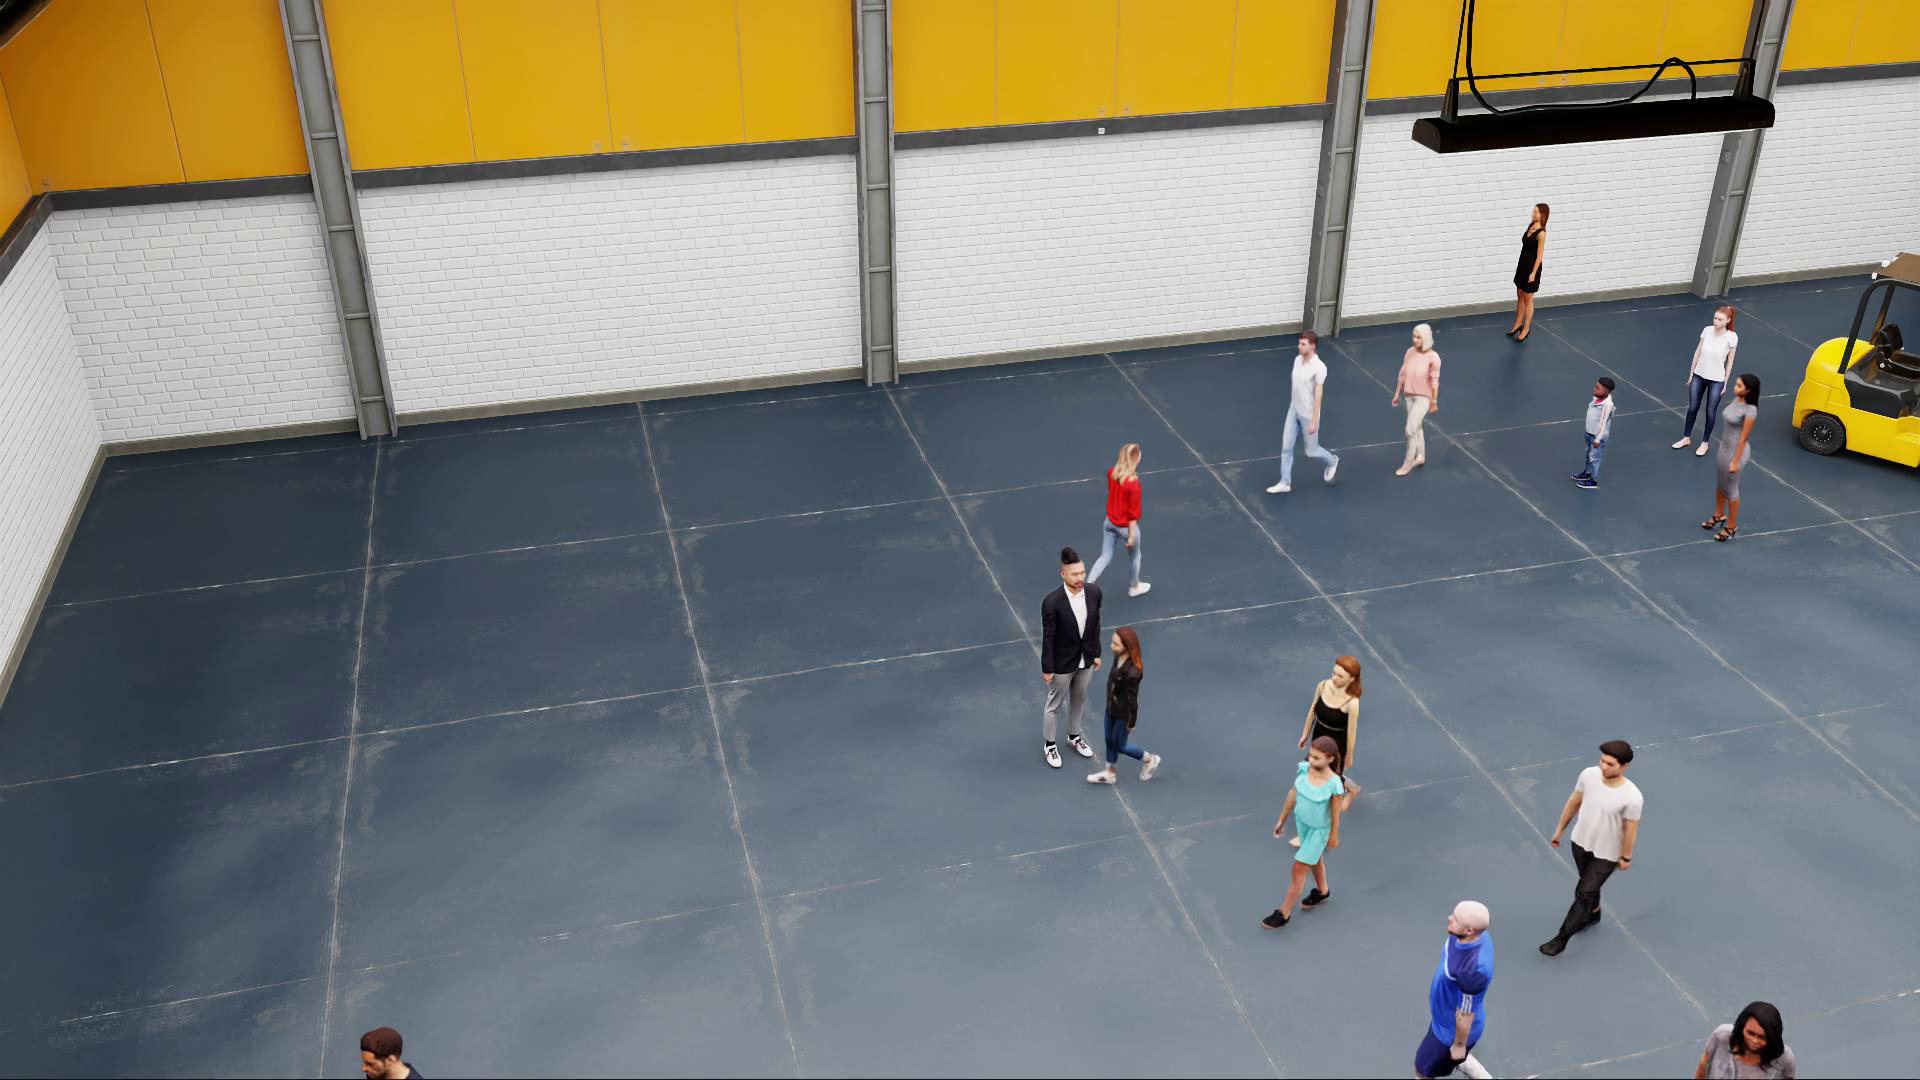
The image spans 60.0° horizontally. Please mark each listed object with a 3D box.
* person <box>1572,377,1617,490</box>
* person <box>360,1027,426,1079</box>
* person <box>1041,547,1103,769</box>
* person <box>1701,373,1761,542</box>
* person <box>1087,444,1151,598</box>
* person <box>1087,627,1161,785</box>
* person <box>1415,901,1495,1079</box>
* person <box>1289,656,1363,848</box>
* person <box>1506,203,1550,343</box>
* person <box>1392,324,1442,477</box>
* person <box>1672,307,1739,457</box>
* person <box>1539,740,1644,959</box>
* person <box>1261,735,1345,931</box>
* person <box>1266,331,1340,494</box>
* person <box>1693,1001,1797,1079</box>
[{"bbox_3d":[6.895,-1.175,17.979,0.536,1.258,0.509,-1,29,-2],"label":"person"},{"bbox_3d":[-2.927,3.326,9.125,1.028,1.835,1.096,15,32,26],"label":"person"},{"bbox_3d":[0.890,0.914,13.424,0.603,1.953,0.820,-14,32,-24],"label":"person"},{"bbox_3d":[7.840,-0.850,16.844,0.626,1.775,0.627,-1,29,-1],"label":"person"},{"bbox_3d":[1.443,-0.105,15.586,1.180,1.672,0.911,-22,35,-34],"label":"person"},{"bbox_3d":[1.337,1.321,13.182,0.773,1.470,0.564,-7,29,-13],"label":"person"},{"bbox_3d":[3.039,2.890,9.939,1.169,1.821,0.997,7,29,12],"label":"person"},{"bbox_3d":[2.872,1.546,12.635,1.086,1.598,0.757,-16,32,-27],"label":"person"},{"bbox_3d":[7.385,-3.472,21.589,0.525,1.834,0.579,-6,29,-11],"label":"person"},{"bbox_3d":[5.094,-1.581,18.258,0.870,1.704,0.728,-18,34,-30],"label":"person"},{"bbox_3d":[8.395,-1.794,18.615,0.665,1.737,0.652,-25,37,-37],"label":"person"},{"bbox_3d":[4.487,2.074,11.567,1.050,1.694,0.803,-15,32,-26],"label":"person"},{"bbox_3d":[2.567,2.020,11.839,0.983,1.529,0.707,-16,32,-26],"label":"person"},{"bbox_3d":[3.744,-1.349,17.701,1.141,1.830,0.837,-15,32,-25],"label":"person"},{"bbox_3d":[4.501,3.226,9.573,0.912,1.582,1.007,21,35,34],"label":"person"}]
